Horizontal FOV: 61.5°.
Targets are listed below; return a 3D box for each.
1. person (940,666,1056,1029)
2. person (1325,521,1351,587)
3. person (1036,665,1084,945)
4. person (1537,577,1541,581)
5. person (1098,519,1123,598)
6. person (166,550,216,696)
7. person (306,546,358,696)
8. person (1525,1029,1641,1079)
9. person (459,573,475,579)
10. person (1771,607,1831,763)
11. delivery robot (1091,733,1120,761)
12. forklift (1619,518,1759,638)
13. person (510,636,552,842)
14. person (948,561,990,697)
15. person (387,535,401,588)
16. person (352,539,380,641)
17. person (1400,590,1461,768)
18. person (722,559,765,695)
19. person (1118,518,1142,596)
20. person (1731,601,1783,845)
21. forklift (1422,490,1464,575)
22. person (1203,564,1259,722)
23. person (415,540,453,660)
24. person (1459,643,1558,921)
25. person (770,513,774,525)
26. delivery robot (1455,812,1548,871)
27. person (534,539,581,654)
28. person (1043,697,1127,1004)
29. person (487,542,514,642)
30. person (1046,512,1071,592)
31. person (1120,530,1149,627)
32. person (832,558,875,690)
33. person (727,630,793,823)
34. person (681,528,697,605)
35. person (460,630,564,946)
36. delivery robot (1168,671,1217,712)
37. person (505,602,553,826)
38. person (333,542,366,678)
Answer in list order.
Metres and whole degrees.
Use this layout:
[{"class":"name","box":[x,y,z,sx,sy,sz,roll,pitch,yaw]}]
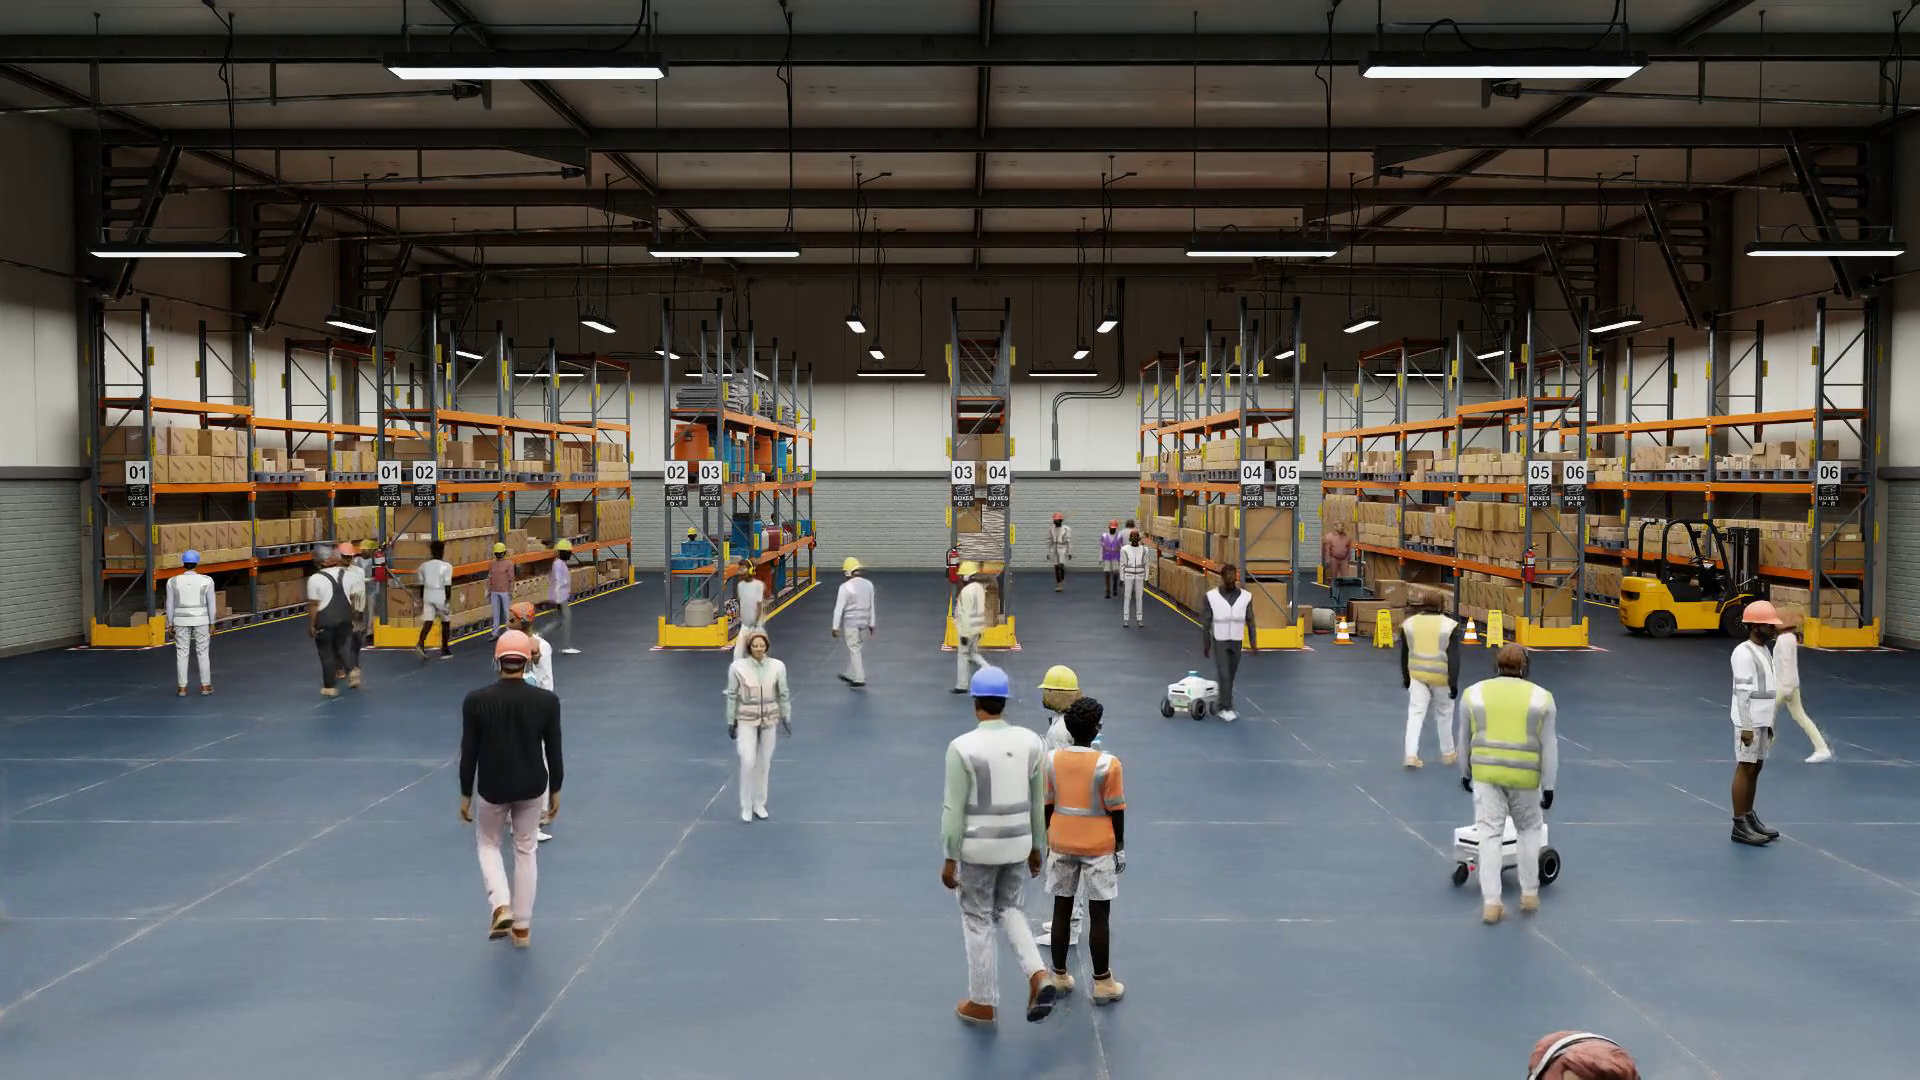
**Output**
[{"class":"person","box":[0.204,1.639,8.567,0.621,1.920,0.578,-2,3,-36]},{"class":"person","box":[8.927,0.500,37.952,0.651,1.871,0.916,0,2,-1]},{"class":"person","box":[0.637,1.663,10.219,0.294,1.744,0.487,0,2,12]},{"class":"person","box":[11.699,0.664,33.487,0.632,1.901,0.965,0,2,2]},{"class":"person","box":[3.617,0.447,38.737,0.571,1.910,0.452,0,2,11]},{"class":"person","box":[-10.308,1.108,21.653,0.605,1.948,0.406,-1,2,-20]},{"class":"person","box":[-8.441,1.085,21.600,0.572,2.000,0.706,2,3,35]},{"class":"person","box":[1.158,1.868,3.045,0.649,1.904,0.401,-1,3,-25]},{"class":"person","box":[-11.625,0.594,37.985,0.551,1.657,0.824,0,2,-4]},{"class":"person","box":[8.513,1.485,16.594,0.857,1.591,0.517,2,3,35]},{"class":"delivery robot","box":[1.247,1.907,14.951,0.335,0.223,0.698,-1,2,-15]},{"class":"forklift","box":[13.417,0.684,29.791,2.313,2.155,1.214,0,2,0]},{"class":"person","box":[-3.503,1.601,13.058,0.307,1.640,0.519,-1,3,-29]},{"class":"person","box":[0.176,1.179,21.471,0.649,1.815,0.607,1,2,23]},{"class":"person","box":[-12.586,0.696,35.916,0.504,1.632,0.270,1,2,23]},{"class":"person","box":[-10.551,0.894,28.691,0.587,1.811,0.490,0,2,-4]},{"class":"person","box":[4.750,1.397,16.323,0.641,1.798,0.950,2,3,37]},{"class":"person","box":[-2.861,1.175,21.551,0.492,1.826,0.841,1,3,32]},{"class":"person","box":[4.143,0.416,39.463,0.636,1.924,0.669,0,2,1]},{"class":"person","box":[6.426,1.455,13.017,0.361,1.940,0.543,2,3,42]},{"class":"forklift","box":[13.926,-0.371,47.846,1.873,2.768,1.129,0,2,0]},{"class":"person","box":[3.251,1.236,19.263,0.614,1.873,0.956,0,2,-11]},{"class":"person","box":[-8.398,0.958,25.764,0.602,1.935,0.912,0,2,11]},{"class":"person","box":[3.695,1.602,10.880,0.646,1.809,0.773,1,2,24]},{"class":"person","box":[-5.449,0.134,47.301,0.317,1.860,0.509,-1,2,-14]},{"class":"delivery robot","box":[3.904,2.166,11.651,0.707,0.478,0.477,-1,3,-33]},{"class":"person","box":[-6.649,0.936,26.615,0.687,1.906,0.584,0,2,-12]},{"class":"person","box":[0.695,1.731,9.087,0.535,1.697,0.318,1,3,29]},{"class":"person","box":[-8.155,0.922,28.633,0.523,1.765,0.316,1,2,14]},{"class":"person","box":[2.479,0.306,40.886,0.633,2.020,0.602,1,3,27]},{"class":"person","box":[3.405,0.748,31.506,0.577,1.882,0.349,0,2,0]},{"class":"person","box":[-1.536,1.151,22.306,0.752,1.799,0.622,2,3,43]},{"class":"person","box":[-1.696,1.580,13.745,0.531,1.618,0.553,-1,2,-23]},{"class":"person","box":[-6.091,0.599,36.726,0.531,1.768,0.311,0,2,-4]},{"class":"person","box":[-2.808,1.550,10.138,0.641,1.974,0.446,-1,2,-21]},{"class":"delivery robot","box":[2.843,1.846,19.712,0.477,0.478,0.707,2,3,38]},{"class":"person","box":[-3.661,1.458,13.625,0.573,1.884,0.359,2,3,42]},{"class":"person","box":[-8.935,1.024,23.433,0.637,1.977,0.481,-2,3,-35]}]
